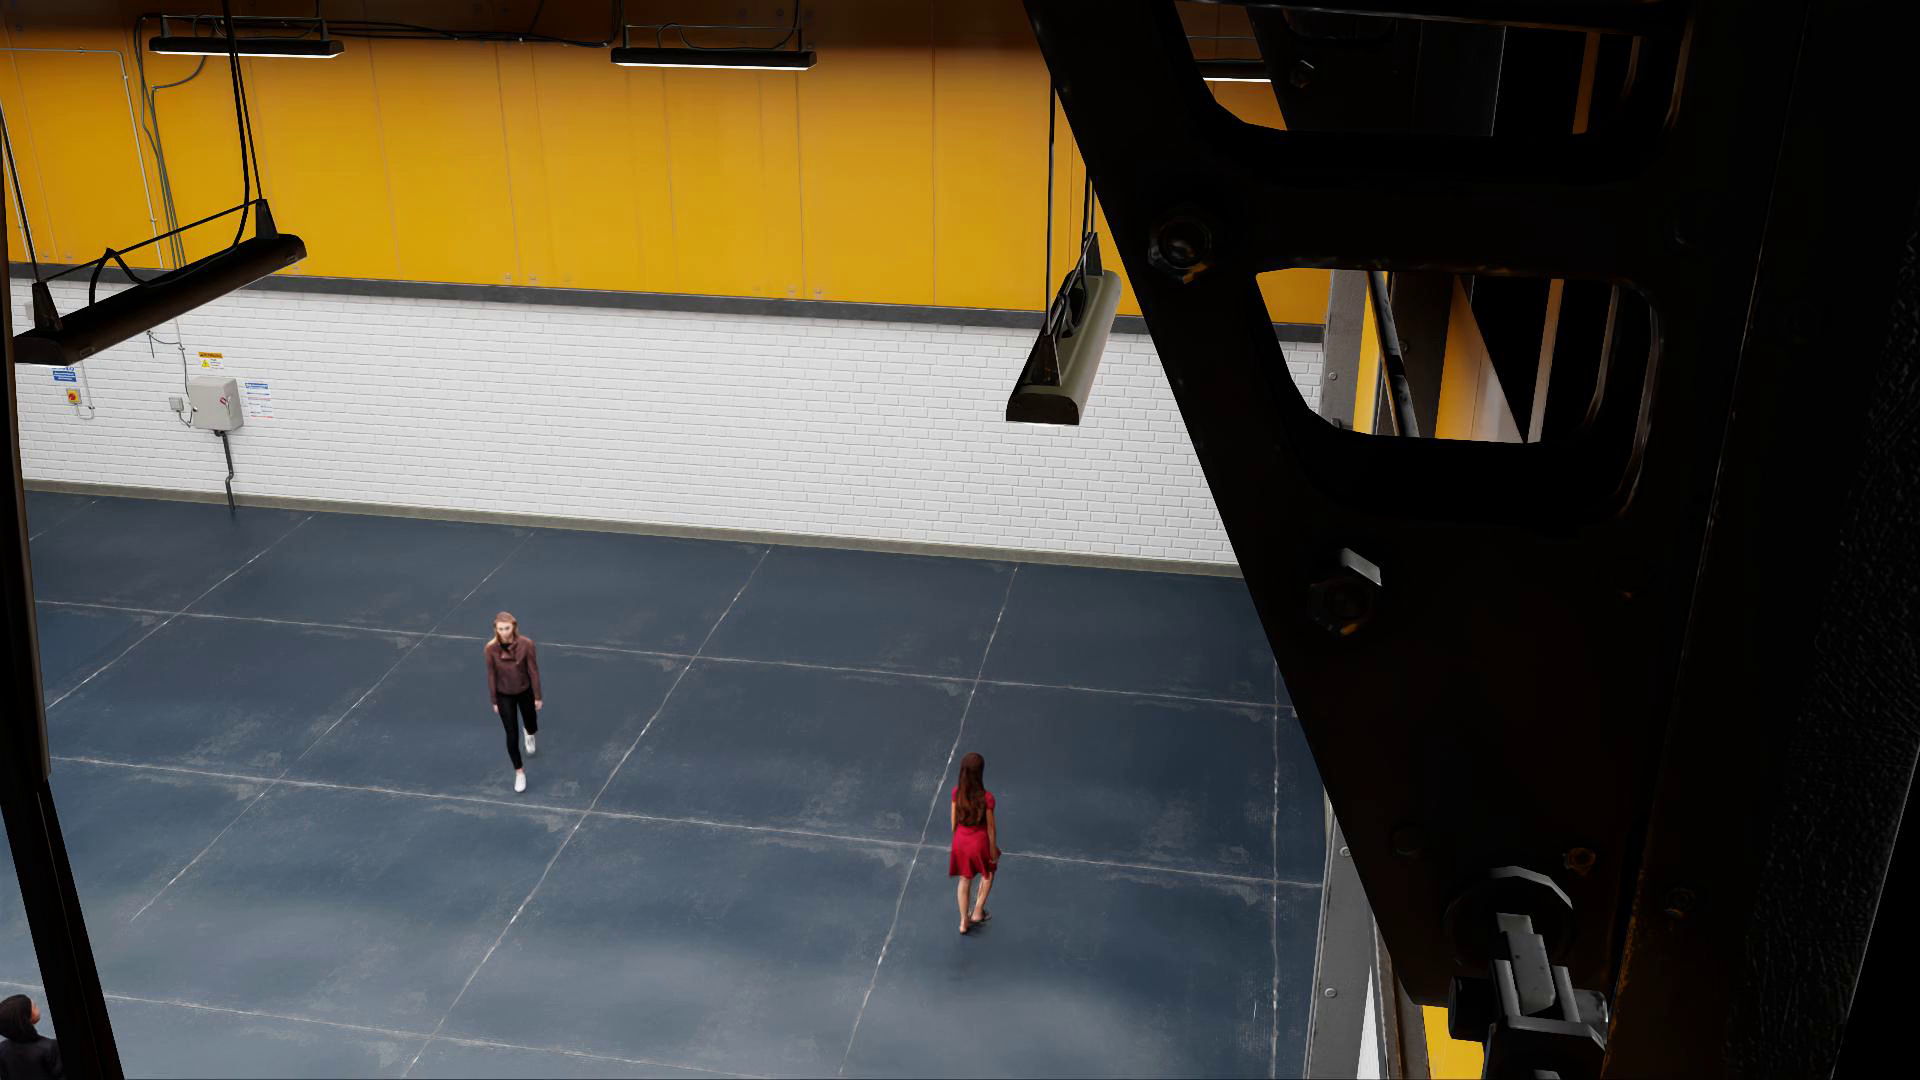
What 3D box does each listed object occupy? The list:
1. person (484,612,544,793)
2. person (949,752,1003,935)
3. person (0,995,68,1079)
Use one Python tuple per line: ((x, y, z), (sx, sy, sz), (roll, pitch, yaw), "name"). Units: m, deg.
((-3.990, 1.375, 14.973), (0.866, 1.685, 1.074), (-6, 24, -13), "person")
((0.074, 2.381, 12.853), (0.613, 1.540, 0.667), (8, 25, 18), "person")
((-5.558, 3.490, 10.116), (0.627, 1.701, 0.613), (-2, 24, -4), "person")
